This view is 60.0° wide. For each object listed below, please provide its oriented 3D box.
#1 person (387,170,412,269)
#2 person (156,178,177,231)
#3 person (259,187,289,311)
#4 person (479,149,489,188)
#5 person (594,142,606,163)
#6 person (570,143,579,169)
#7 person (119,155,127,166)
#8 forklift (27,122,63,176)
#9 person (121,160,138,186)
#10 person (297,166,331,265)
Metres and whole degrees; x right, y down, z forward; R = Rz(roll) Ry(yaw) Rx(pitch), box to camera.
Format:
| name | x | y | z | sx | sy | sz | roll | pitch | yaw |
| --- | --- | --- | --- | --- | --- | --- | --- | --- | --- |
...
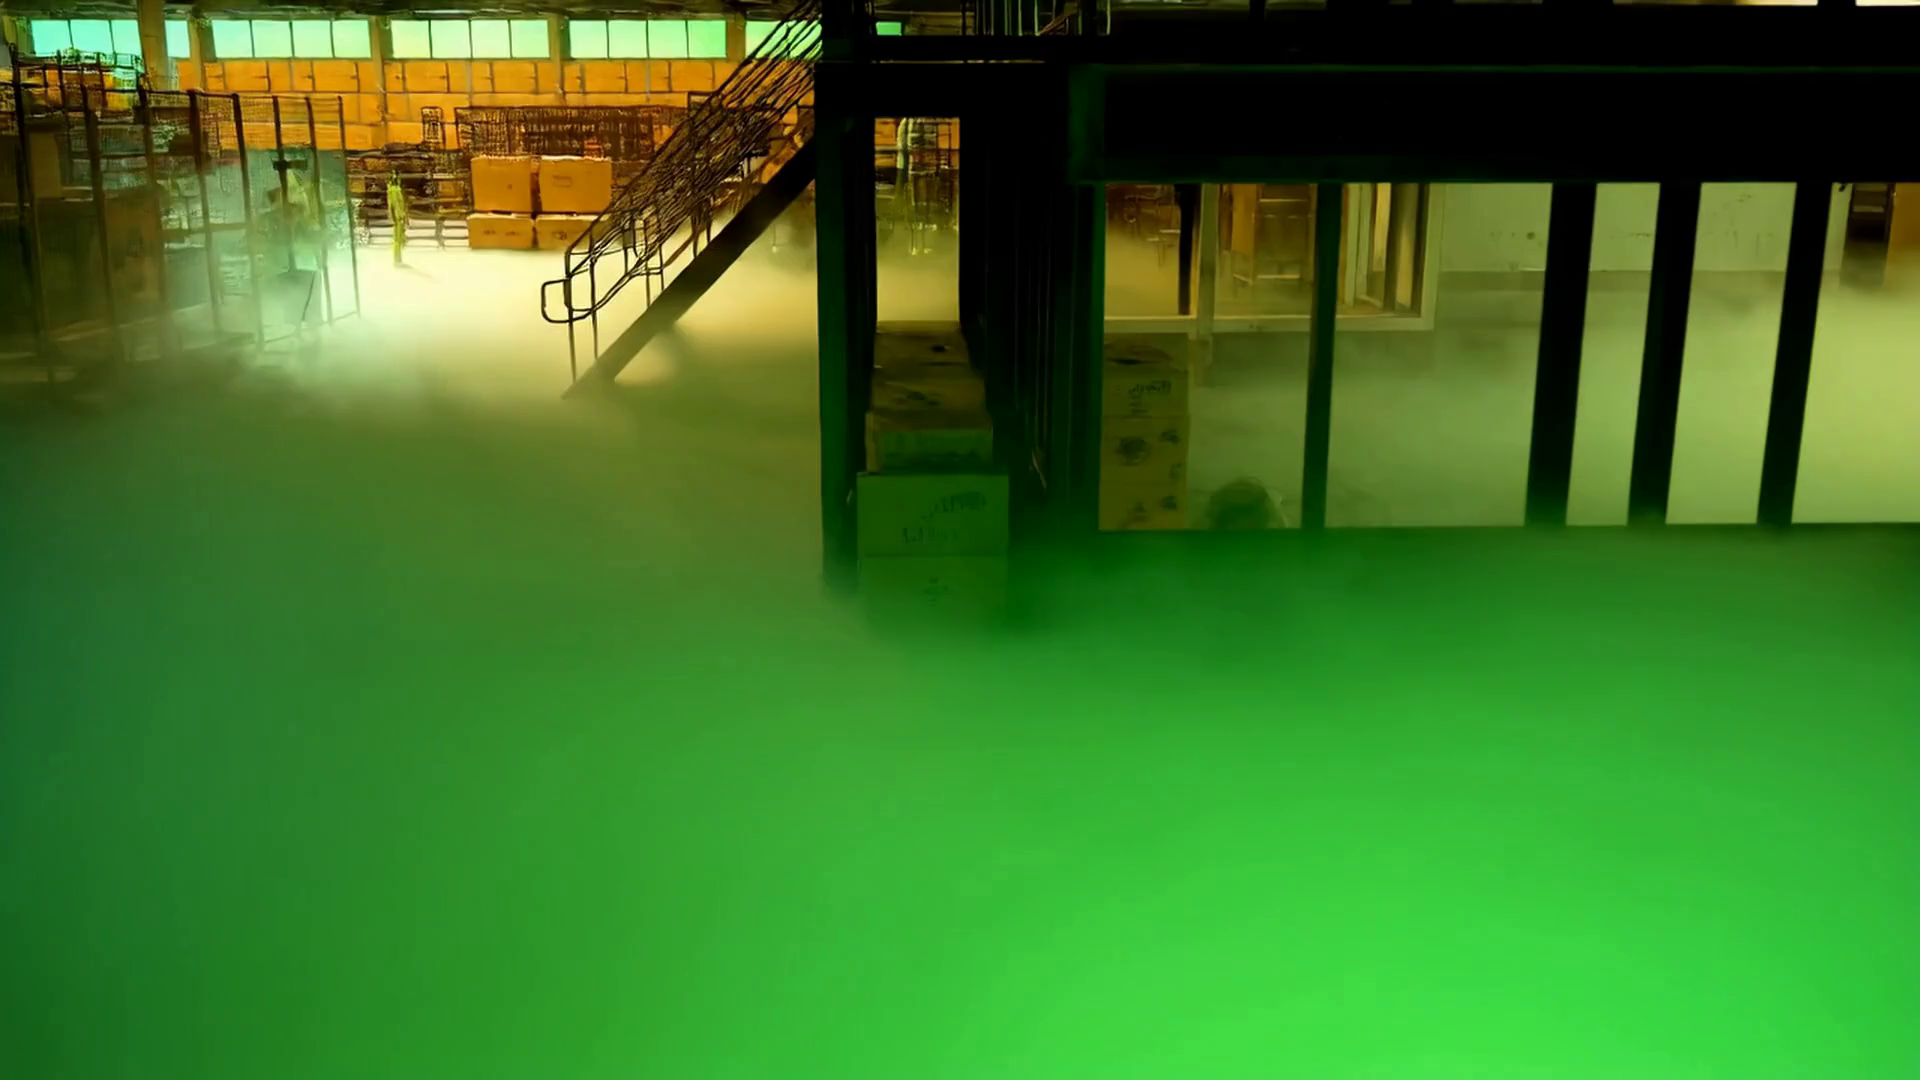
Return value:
| name | x | y | z | sx | sy | sz | roll | pitch | yaw |
| --- | --- | --- | --- | --- | --- | --- | --- | --- | --- |
| person | -10.824 | -6.174 | 32.052 | 0.328 | 1.876 | 0.509 | -2 | 14 | -10 |
| person | -15.175 | -6.010 | 31.661 | 0.422 | 1.750 | 0.541 | -1 | 14 | -2 |
| person | -10.110 | -4.311 | 24.693 | 0.559 | 1.827 | 0.467 | 10 | 17 | 34 |
| person | -19.538 | -15.252 | 68.603 | 0.807 | 1.732 | 0.545 | -4 | 15 | -15 |
| person | -16.026 | -16.750 | 74.177 | 0.613 | 1.943 | 0.405 | 5 | 15 | 18 |
| person | -19.515 | -19.234 | 84.381 | 0.542 | 1.814 | 0.596 | -3 | 14 | -12 |
| person | -40.466 | -18.392 | 80.688 | 0.624 | 1.971 | 0.748 | 0 | 14 | -2 |
| forklift | -35.376 | -14.773 | 64.377 | 1.129 | 2.768 | 1.873 | -1 | 14 | -2 |
| person | -18.955 | -7.730 | 38.142 | 0.359 | 1.938 | 0.547 | -1 | 14 | -5 |
| person | -12.757 | -6.418 | 32.882 | 0.434 | 1.952 | 0.602 | 13 | 19 | 42 |
